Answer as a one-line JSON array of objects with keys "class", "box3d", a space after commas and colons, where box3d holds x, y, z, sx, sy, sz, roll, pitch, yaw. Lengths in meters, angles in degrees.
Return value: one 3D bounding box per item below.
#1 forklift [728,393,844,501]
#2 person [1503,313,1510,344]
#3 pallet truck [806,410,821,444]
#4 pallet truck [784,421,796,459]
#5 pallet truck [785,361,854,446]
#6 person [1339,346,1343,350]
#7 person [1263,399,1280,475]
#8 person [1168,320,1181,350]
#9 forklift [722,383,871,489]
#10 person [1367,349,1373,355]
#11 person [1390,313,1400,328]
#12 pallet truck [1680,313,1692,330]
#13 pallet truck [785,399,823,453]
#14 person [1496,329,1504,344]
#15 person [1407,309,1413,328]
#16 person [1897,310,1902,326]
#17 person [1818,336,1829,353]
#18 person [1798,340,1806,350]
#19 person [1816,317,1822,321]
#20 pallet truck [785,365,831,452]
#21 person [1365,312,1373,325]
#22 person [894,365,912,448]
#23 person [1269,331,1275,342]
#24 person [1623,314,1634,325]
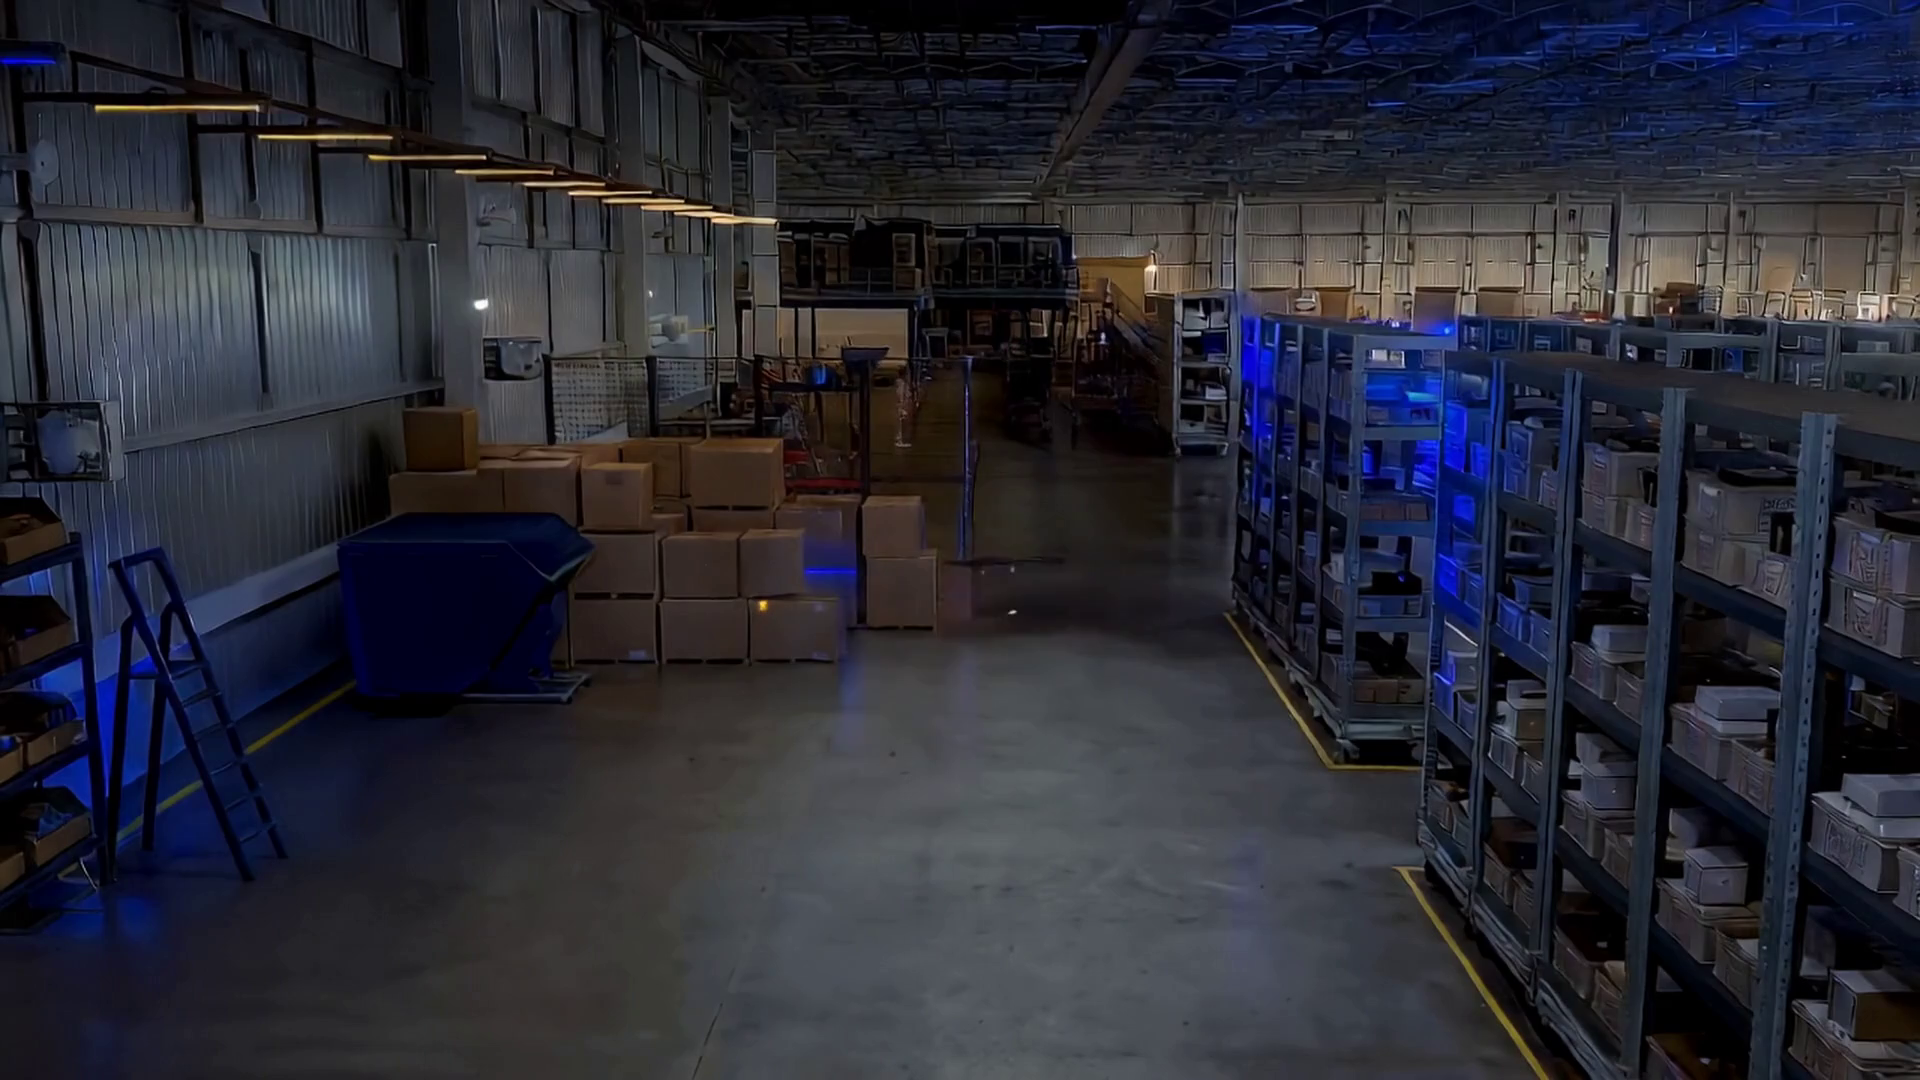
[{"class": "forklift", "box3d": [-2.979, -1.316, 26.476, 2.680, 1.987, 1.157, 0, 9, 1]}, {"class": "person", "box3d": [29.691, -11.455, 90.486, 0.520, 1.829, 0.632, 6, 11, 34]}, {"class": "pallet truck", "box3d": [-3.559, -2.018, 33.905, 1.522, 1.261, 0.704, 0, 9, -1]}, {"class": "pallet truck", "box3d": [-4.013, -1.793, 32.705, 1.601, 1.201, 0.680, 0, 9, 1]}, {"class": "pallet truck", "box3d": [-3.410, -3.193, 38.978, 1.885, 1.965, 0.823, 0, 9, -1]}, {"class": "person", "box3d": [15.042, -7.433, 65.522, 0.328, 1.872, 0.513, -2, 9, -12]}, {"class": "person", "box3d": [6.285, -2.316, 33.447, 0.388, 2.036, 0.605, 2, 9, 11]}, {"class": "person", "box3d": [11.108, -10.685, 85.618, 0.813, 1.865, 0.595, -3, 10, -20]}, {"class": "forklift", "box3d": [-2.893, -1.687, 28.729, 2.680, 1.987, 1.157, 0, 9, -1]}, {"class": "person", "box3d": [16.275, -7.425, 65.295, 0.617, 1.931, 0.831, -9, 13, -44]}, {"class": "person", "box3d": [23.756, -11.498, 90.776, 0.623, 1.814, 0.803, -4, 10, -22]}, {"class": "pallet truck", "box3d": [36.315, -10.531, 84.244, 0.823, 1.965, 1.885, -6, 11, -33]}, {"class": "pallet truck", "box3d": [-3.814, -2.432, 36.419, 1.630, 1.274, 0.653, 0, 9, 1]}, {"class": "person", "box3d": [21.710, -7.741, 67.217, 0.552, 1.936, 0.360, 5, 11, 29]}, {"class": "person", "box3d": [25.593, -12.174, 94.629, 0.398, 1.918, 0.587, 5, 11, 30]}, {"class": "person", "box3d": [52.148, -11.824, 92.508, 0.772, 1.908, 0.552, -5, 10, -28]}, {"class": "person", "box3d": [34.635, -7.578, 66.483, 0.549, 1.846, 0.653, 6, 11, 31]}, {"class": "person", "box3d": [29.931, -6.298, 59.207, 0.882, 1.638, 0.541, -1, 9, -4]}, {"class": "person", "box3d": [41.364, -9.831, 80.267, 0.601, 1.890, 0.937, 0, 9, -2]}, {"class": "pallet truck", "box3d": [-3.774, -2.976, 37.635, 1.885, 1.965, 0.823, 1, 9, 5]}, {"class": "person", "box3d": [21.247, -10.866, 86.451, 0.375, 1.950, 0.615, -2, 9, -11]}, {"class": "person", "box3d": [-1.331, -3.112, 38.757, 0.403, 1.906, 0.648, 0, 9, 3]}, {"class": "person", "box3d": [12.559, -7.610, 67.045, 0.859, 1.728, 0.565, 1, 9, 6]}, {"class": "person", "box3d": [33.982, -10.547, 84.656, 0.927, 1.905, 0.629, -7, 11, -35]}]
